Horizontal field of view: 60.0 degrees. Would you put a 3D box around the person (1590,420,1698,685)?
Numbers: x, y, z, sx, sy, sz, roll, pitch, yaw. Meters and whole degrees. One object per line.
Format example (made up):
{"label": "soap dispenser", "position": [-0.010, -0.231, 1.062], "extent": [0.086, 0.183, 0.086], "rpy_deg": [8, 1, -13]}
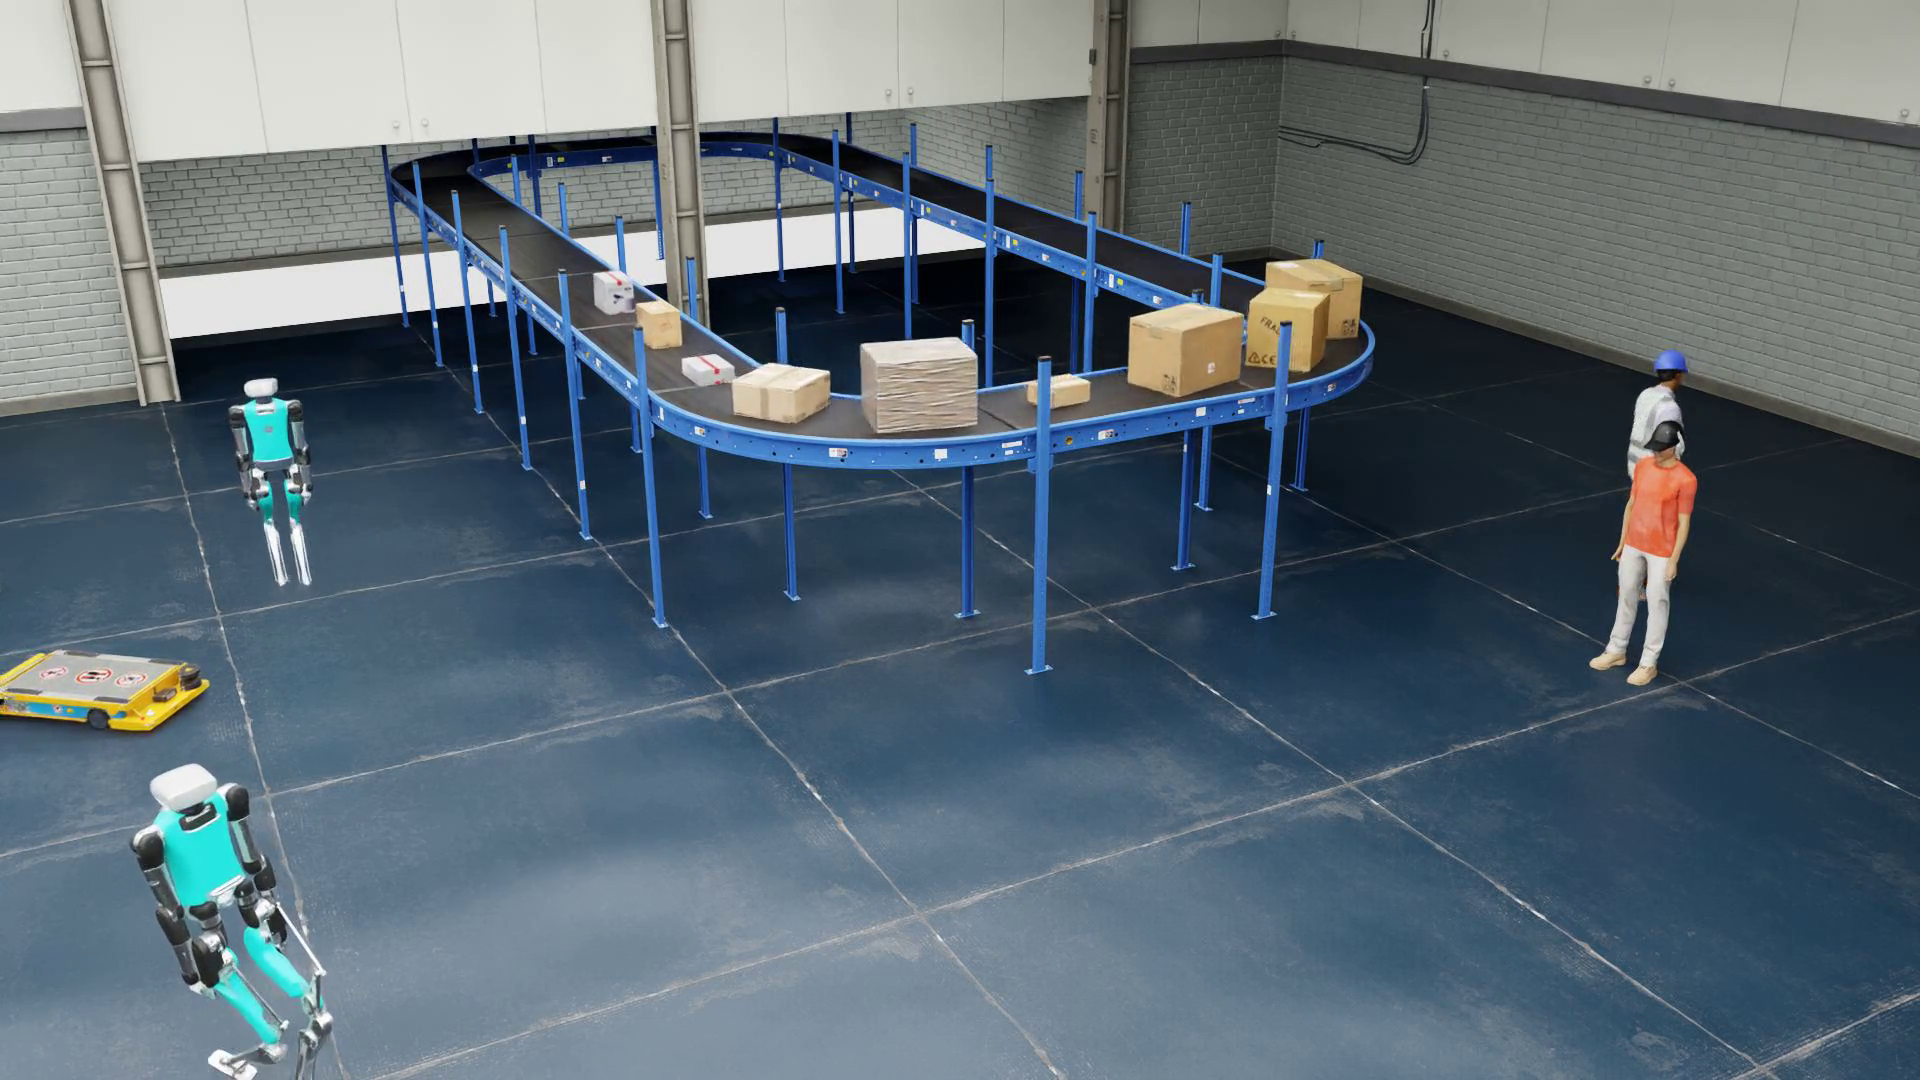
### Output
{"label": "person", "position": [4.750, 0.081, 11.493], "extent": [0.410, 1.909, 0.473], "rpy_deg": [-14, 26, -31]}

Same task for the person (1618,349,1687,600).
{"label": "person", "position": [5.414, -0.507, 12.986], "extent": [0.386, 1.898, 0.817], "rpy_deg": [1, 22, 3]}

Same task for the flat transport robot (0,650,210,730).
{"label": "flat transport robot", "position": [-5.969, 1.022, 11.349], "extent": [1.431, 0.231, 0.659], "rpy_deg": [4, 22, 10]}

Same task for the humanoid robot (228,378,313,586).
{"label": "humanoid robot", "position": [-5.360, -0.449, 13.053], "extent": [0.535, 1.798, 0.690], "rpy_deg": [-9, 24, -21]}

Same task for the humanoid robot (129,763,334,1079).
{"label": "humanoid robot", "position": [-3.129, 1.838, 7.348], "extent": [0.922, 1.739, 0.564], "rpy_deg": [14, 26, 31]}
